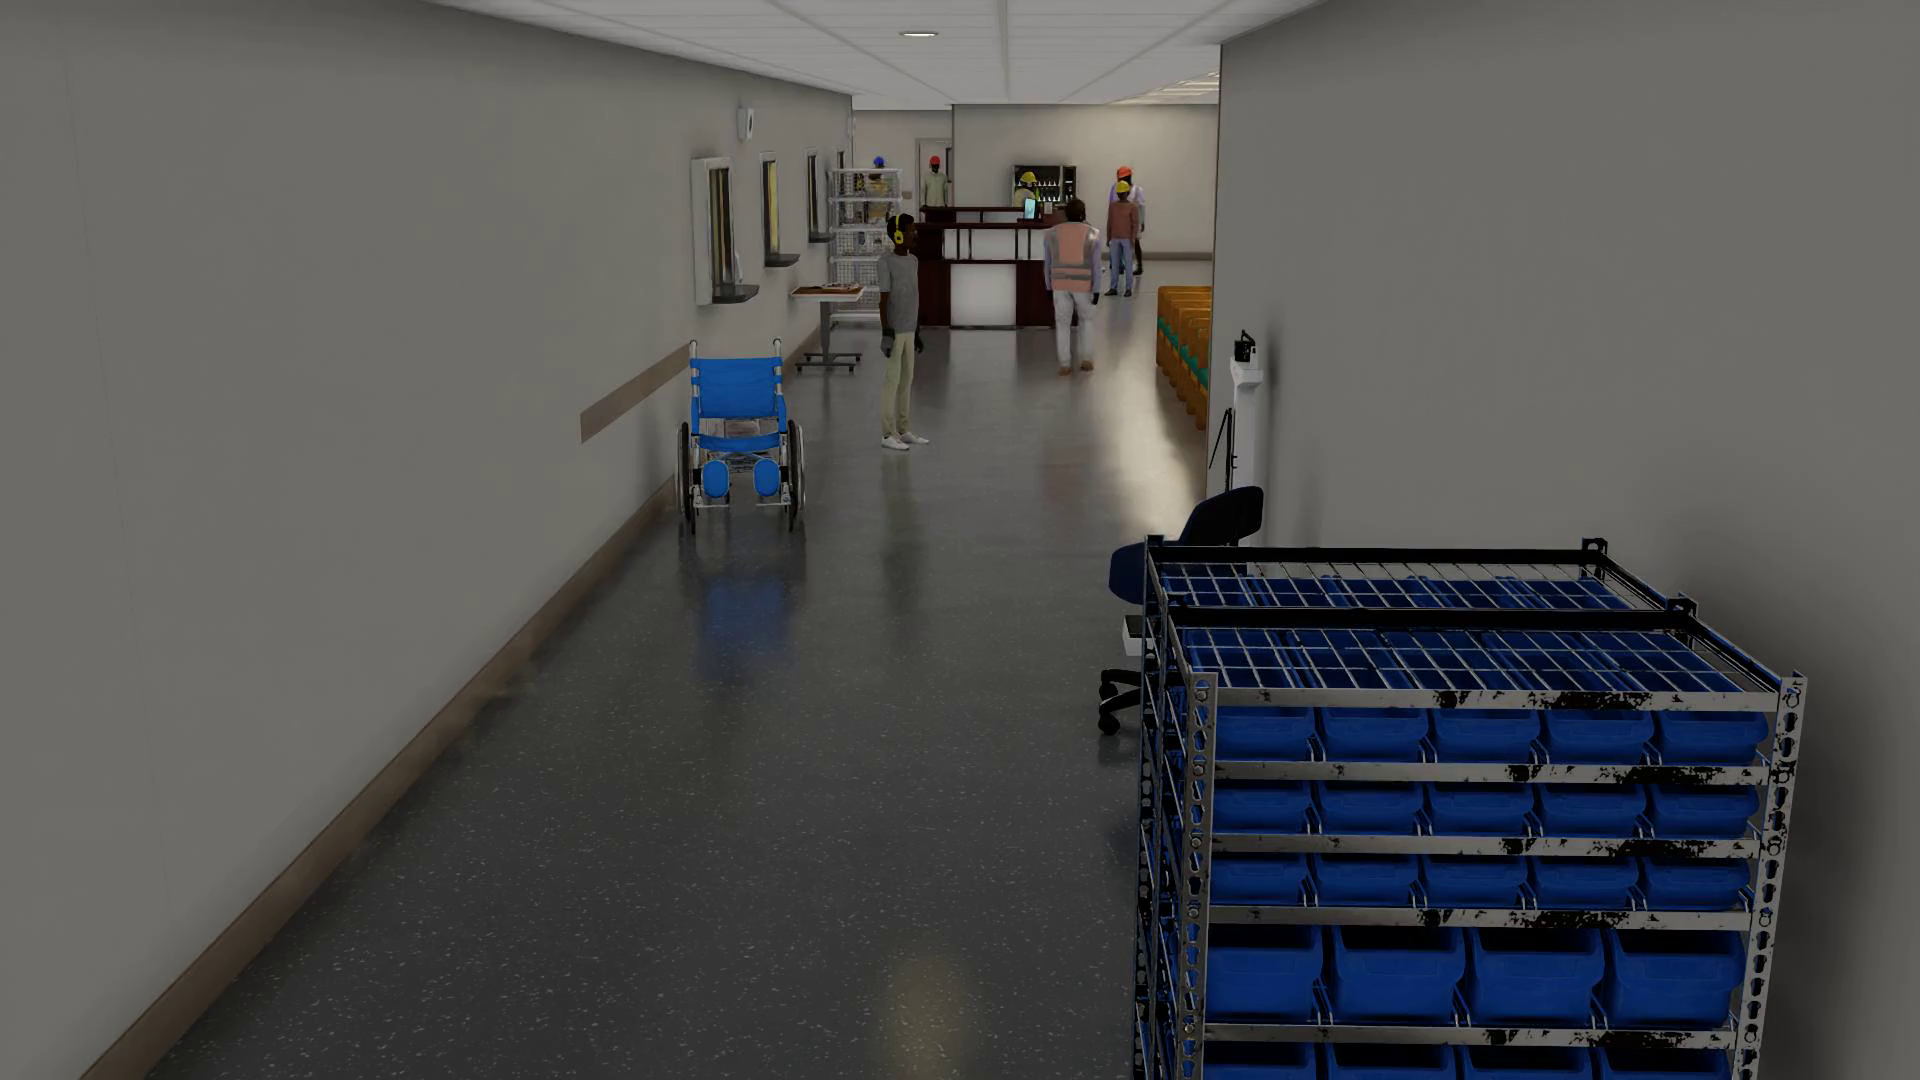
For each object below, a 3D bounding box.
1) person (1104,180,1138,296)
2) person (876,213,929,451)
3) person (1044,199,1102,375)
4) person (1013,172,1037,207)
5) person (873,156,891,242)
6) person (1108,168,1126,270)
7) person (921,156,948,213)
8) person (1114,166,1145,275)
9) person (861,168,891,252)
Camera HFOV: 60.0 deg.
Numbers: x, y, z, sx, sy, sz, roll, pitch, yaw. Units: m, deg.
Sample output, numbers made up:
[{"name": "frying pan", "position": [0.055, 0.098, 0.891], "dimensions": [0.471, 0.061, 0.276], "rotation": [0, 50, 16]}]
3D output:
[{"name": "person", "position": [2.489, -4.643, 25.647], "dimensions": [0.523, 1.767, 0.313], "rotation": [8, 16, 31]}, {"name": "person", "position": [-0.459, -1.666, 13.333], "dimensions": [0.325, 1.876, 0.524], "rotation": [8, 16, 30]}, {"name": "person", "position": [1.199, -2.659, 17.491], "dimensions": [0.630, 1.821, 0.700], "rotation": [3, 14, 11]}, {"name": "person", "position": [1.142, -5.408, 28.628], "dimensions": [0.403, 1.824, 0.597], "rotation": [-7, 15, -26]}, {"name": "person", "position": [-1.814, -7.751, 37.896], "dimensions": [0.626, 1.936, 0.526], "rotation": [11, 18, 38]}, {"name": "person", "position": [2.923, -5.900, 30.576], "dimensions": [0.374, 1.843, 0.573], "rotation": [-5, 15, -18]}, {"name": "person", "position": [-0.531, -7.097, 35.125], "dimensions": [0.612, 1.995, 0.382], "rotation": [-5, 15, -21]}, {"name": "person", "position": [2.983, -5.649, 29.429], "dimensions": [0.605, 1.917, 0.432], "rotation": [5, 15, 18]}, {"name": "person", "position": [-1.616, -6.318, 32.347], "dimensions": [0.619, 1.815, 0.751], "rotation": [-6, 15, -23]}]
